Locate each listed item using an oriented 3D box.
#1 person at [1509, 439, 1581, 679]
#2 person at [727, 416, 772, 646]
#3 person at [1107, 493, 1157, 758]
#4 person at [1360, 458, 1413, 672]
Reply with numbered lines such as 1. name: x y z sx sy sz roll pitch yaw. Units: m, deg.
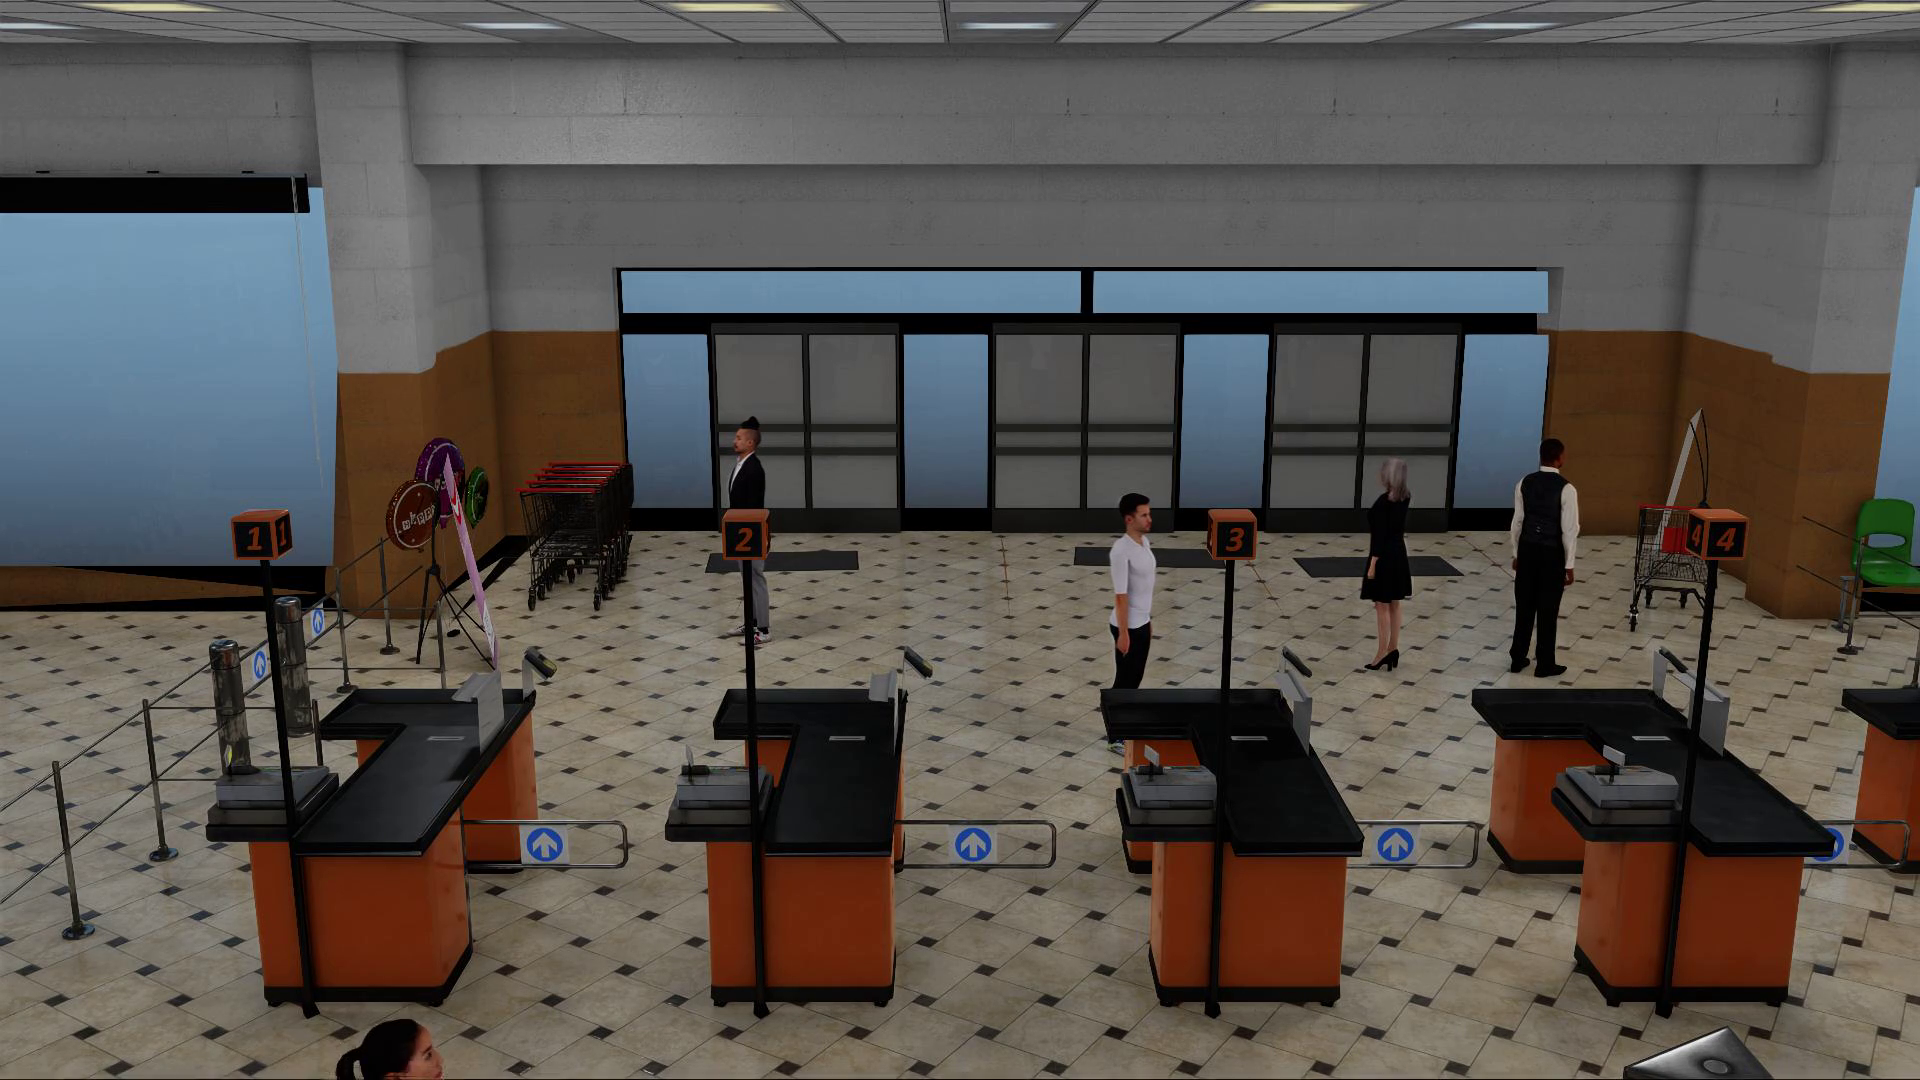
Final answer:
1. person: 4.661 0.132 13.327 0.829 1.918 0.765 -13 19 -43
2. person: -1.783 -0.091 14.179 0.845 1.950 0.690 -6 15 -22
3. person: 1.200 0.575 11.644 0.813 1.851 0.663 7 15 26
4. person: 3.443 0.192 13.446 0.759 1.747 0.698 13 19 43
